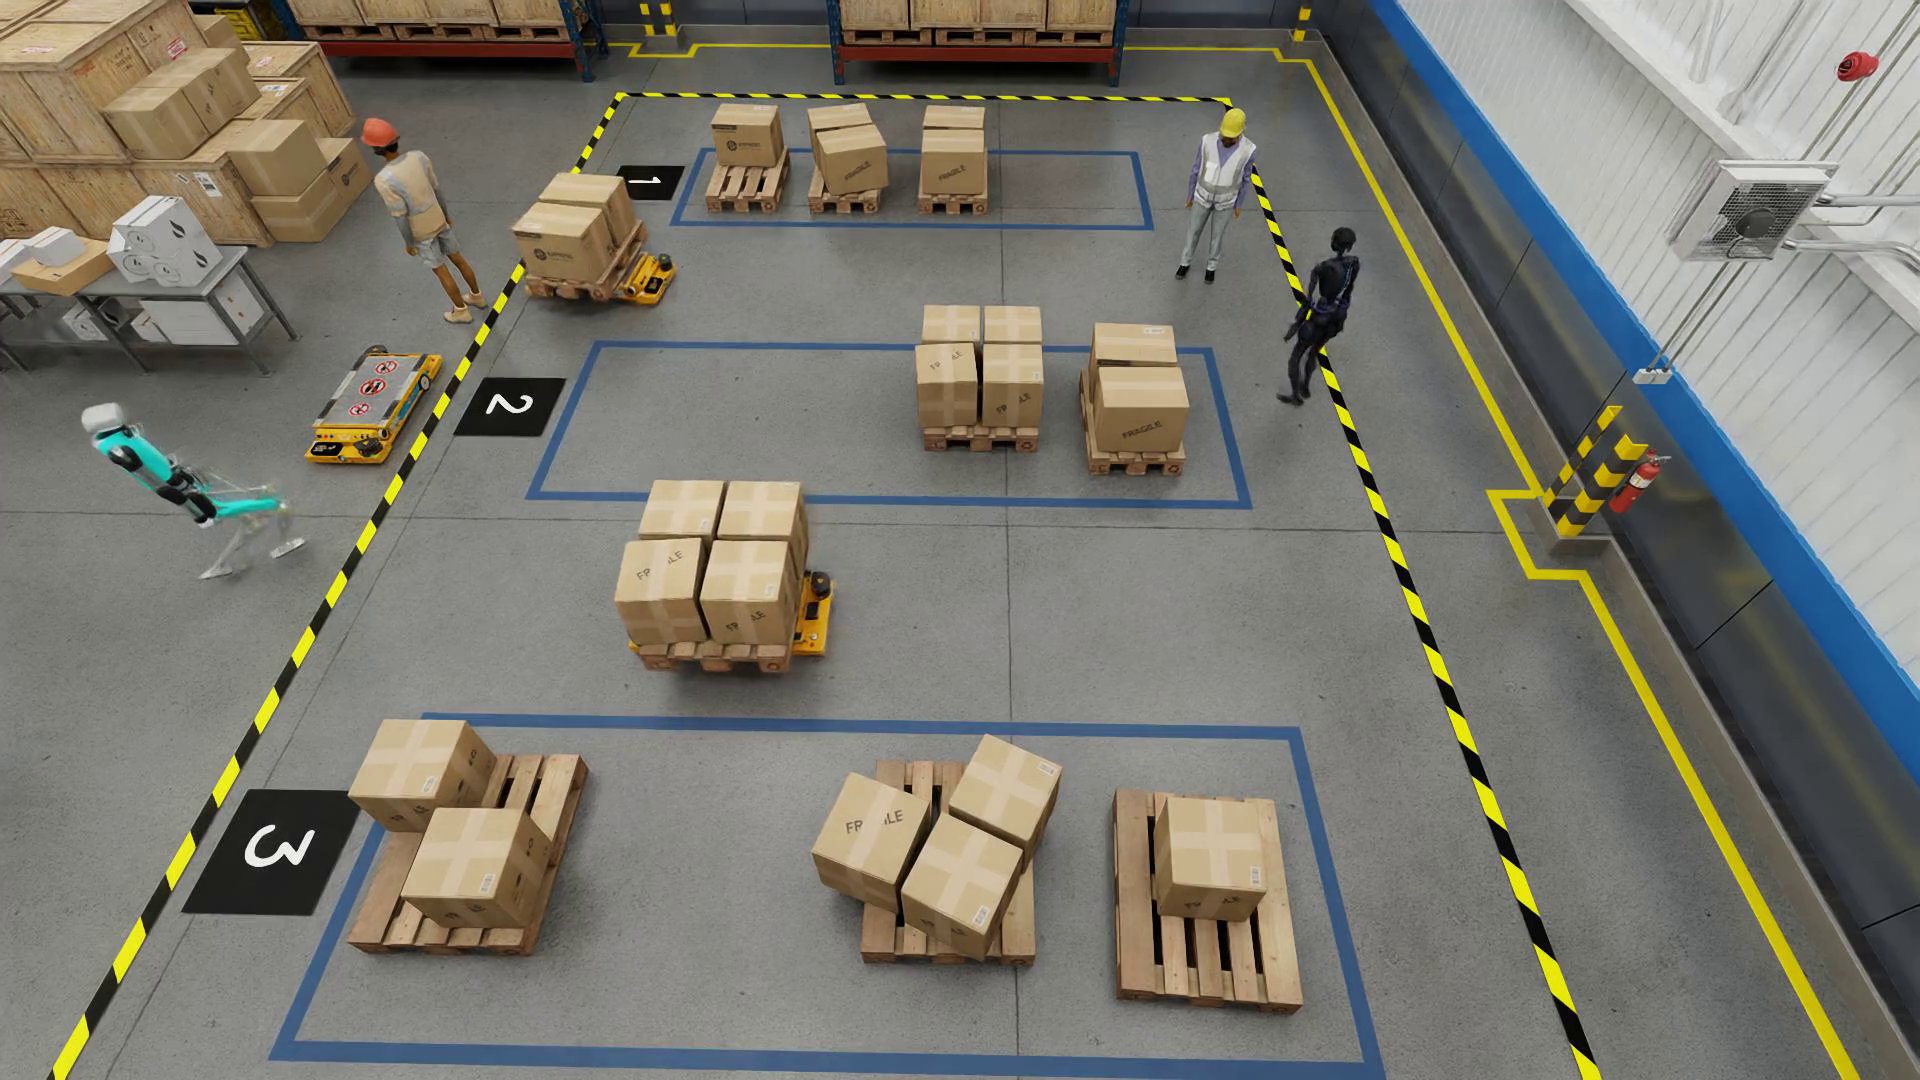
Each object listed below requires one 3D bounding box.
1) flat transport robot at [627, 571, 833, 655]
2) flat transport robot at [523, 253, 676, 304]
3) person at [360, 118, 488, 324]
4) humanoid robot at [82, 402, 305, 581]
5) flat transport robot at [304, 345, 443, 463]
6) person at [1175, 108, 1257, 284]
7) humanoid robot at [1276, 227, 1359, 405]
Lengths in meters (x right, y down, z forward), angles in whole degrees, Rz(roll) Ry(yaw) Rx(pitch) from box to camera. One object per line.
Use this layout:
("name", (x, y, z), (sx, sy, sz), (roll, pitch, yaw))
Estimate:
("flat transport robot", (-1.710, 0.533, 6.898), (1.431, 0.197, 0.652), (1, 50, 1))
("flat transport robot", (-3.829, -2.831, 9.744), (1.431, 0.197, 0.652), (5, 50, 4))
("person", (-5.106, -3.002, 8.744), (0.365, 2.048, 0.607), (14, 51, 12))
("humanoid robot", (-5.499, -0.369, 6.713), (0.983, 1.738, 0.543), (-35, 58, -26))
("flat transport robot", (-5.383, -1.269, 8.441), (0.659, 0.231, 1.431), (1, 50, 1))
("person", (2.580, -3.461, 9.276), (0.585, 1.824, 0.404), (15, 51, 12))
("humanoid robot", (3.185, -1.935, 8.086), (0.611, 1.639, 0.437), (-23, 53, -18))
